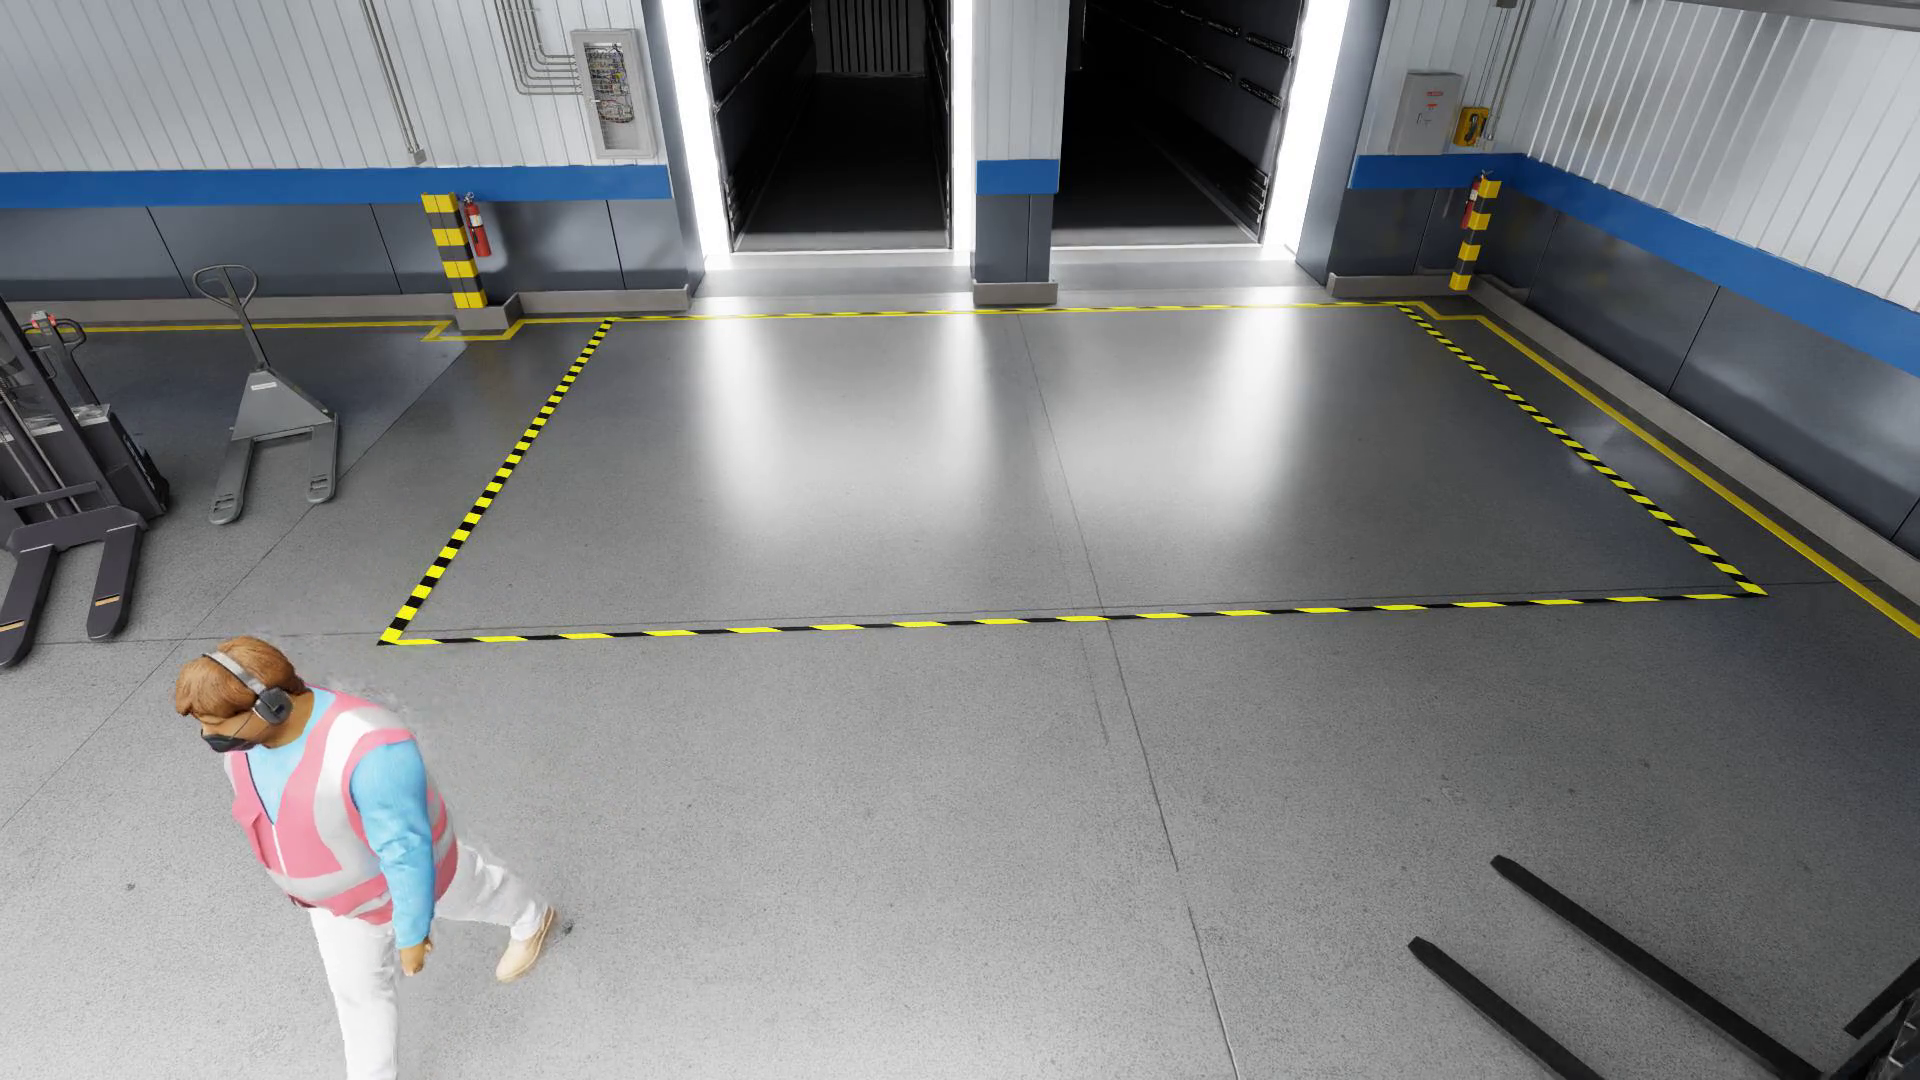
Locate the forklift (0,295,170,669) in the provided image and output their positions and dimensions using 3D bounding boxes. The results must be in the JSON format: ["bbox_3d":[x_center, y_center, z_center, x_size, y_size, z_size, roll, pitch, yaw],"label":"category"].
[{"bbox_3d":[-5.212,-0.618,4.878,0.823,1.965,1.885,-20,39,-26],"label":"forklift"}]

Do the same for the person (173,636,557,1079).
[{"bbox_3d":[-1.764,1.018,2.715,0.629,1.781,1.001,8,36,11],"label":"person"}]

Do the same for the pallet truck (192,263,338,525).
[{"bbox_3d":[-4.778,-1.027,6.128,0.680,1.201,1.601,-17,38,-23],"label":"pallet truck"}]
